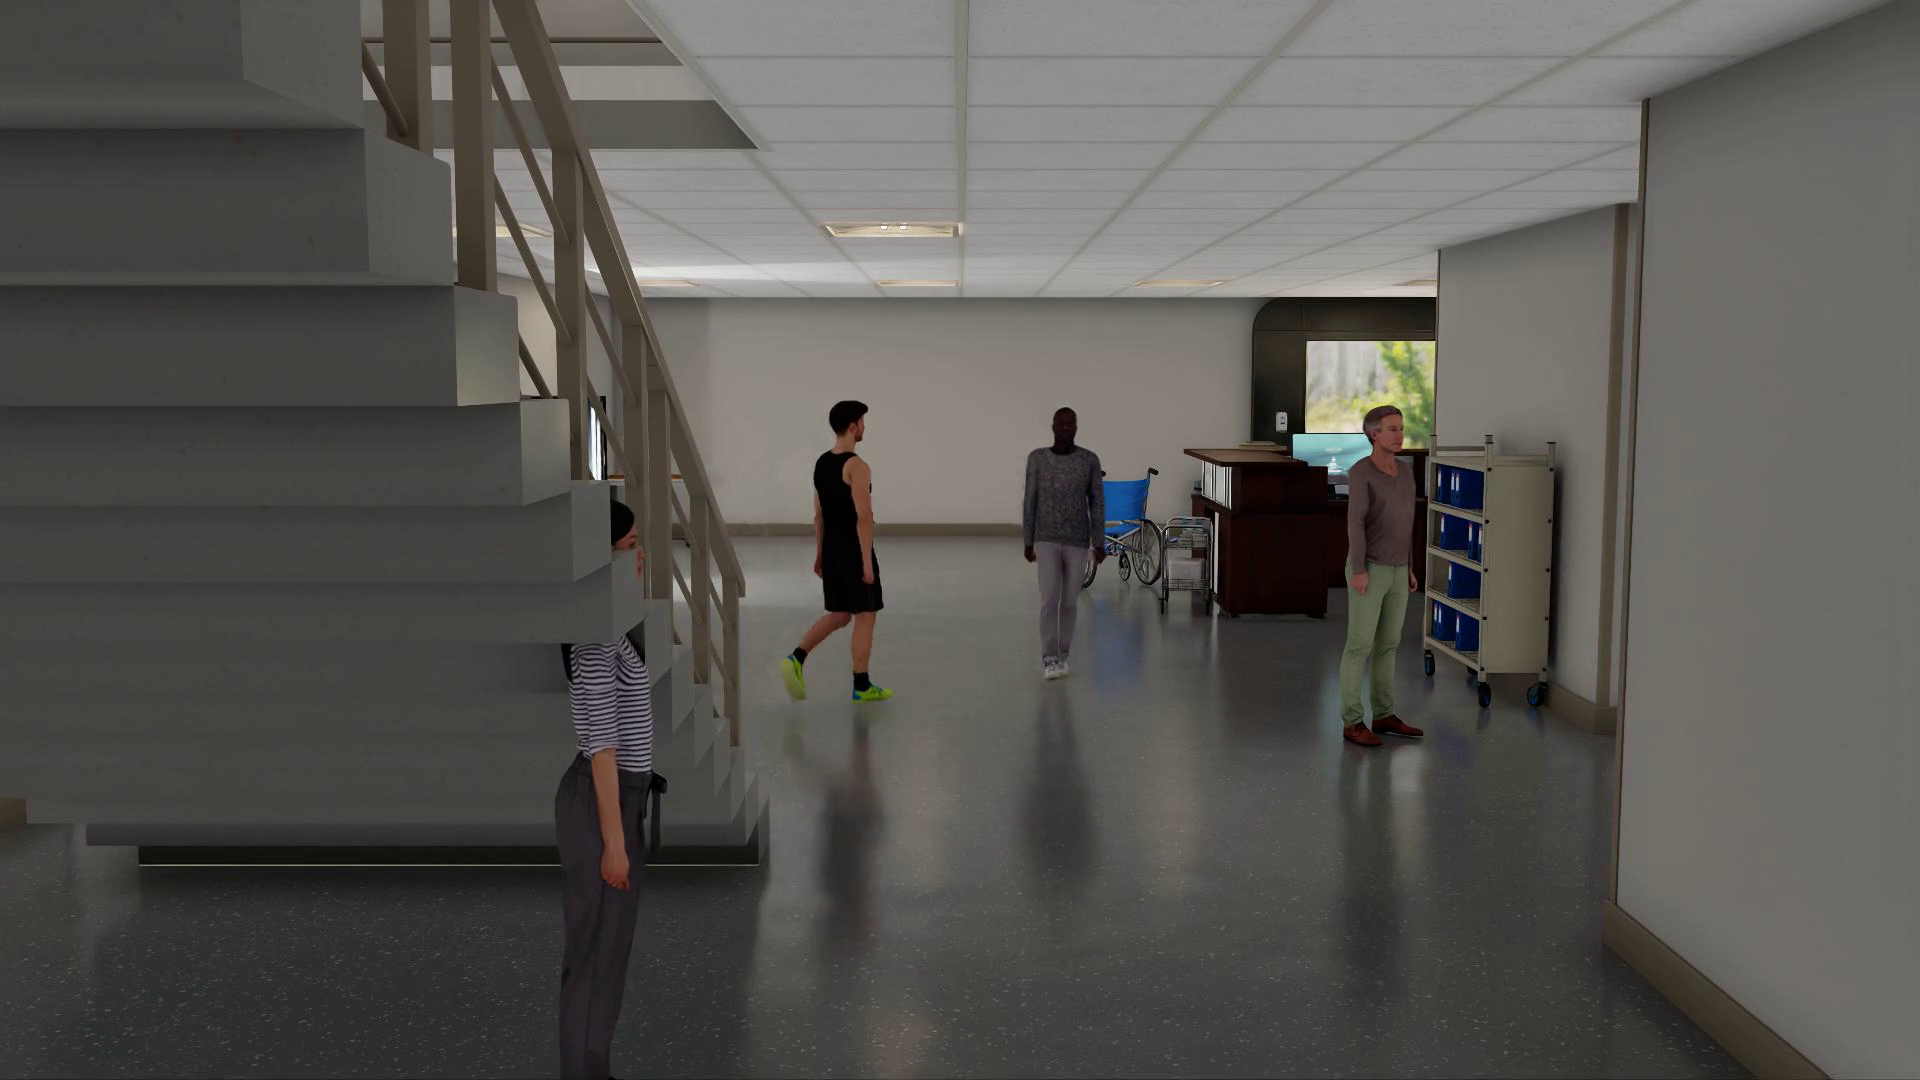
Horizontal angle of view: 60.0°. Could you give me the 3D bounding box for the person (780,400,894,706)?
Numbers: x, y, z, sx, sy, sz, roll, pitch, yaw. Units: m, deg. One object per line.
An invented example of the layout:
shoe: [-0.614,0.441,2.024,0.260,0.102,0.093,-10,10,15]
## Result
person: [-0.746,0.103,10.114,1.103,1.875,1.074,-5,7,-39]

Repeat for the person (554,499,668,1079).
person: [-0.970,0.746,4.437,0.702,1.733,0.531,-1,6,-13]

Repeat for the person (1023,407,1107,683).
person: [0.686,0.033,11.164,0.693,1.806,1.001,0,6,1]

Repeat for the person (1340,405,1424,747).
person: [2.349,0.181,9.338,0.771,1.876,0.808,-4,7,-38]
